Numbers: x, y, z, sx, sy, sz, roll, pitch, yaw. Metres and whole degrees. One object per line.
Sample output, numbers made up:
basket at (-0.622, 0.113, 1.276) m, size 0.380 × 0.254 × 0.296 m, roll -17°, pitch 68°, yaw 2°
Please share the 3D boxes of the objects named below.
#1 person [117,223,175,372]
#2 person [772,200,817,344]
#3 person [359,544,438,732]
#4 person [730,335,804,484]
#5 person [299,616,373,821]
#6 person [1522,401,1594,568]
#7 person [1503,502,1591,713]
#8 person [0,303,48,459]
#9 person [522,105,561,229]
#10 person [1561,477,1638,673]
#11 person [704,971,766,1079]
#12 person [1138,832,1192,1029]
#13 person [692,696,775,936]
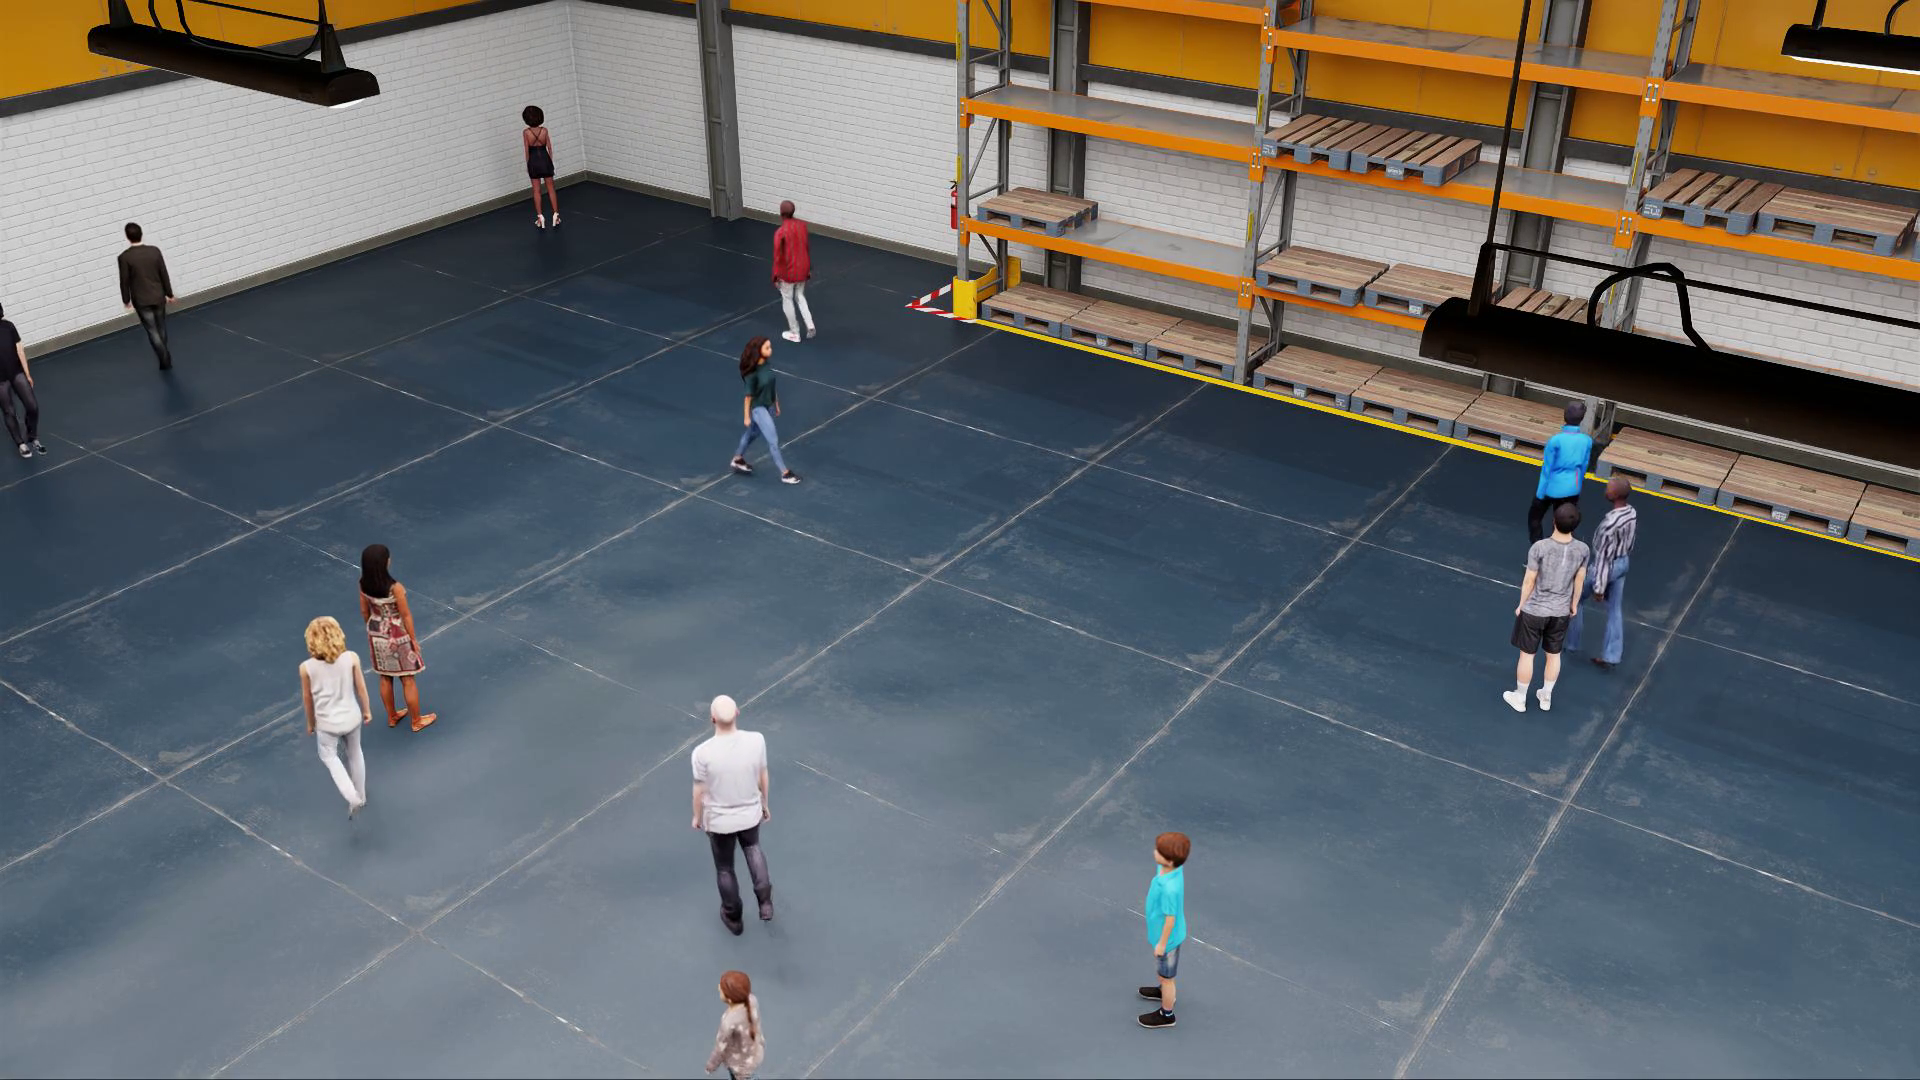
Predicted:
person at (-9.574, -2.842, 19.653) m, size 0.839 × 1.772 × 1.113 m, roll -24°, pitch 37°, yaw -37°
person at (-1.995, -3.273, 20.403) m, size 0.809 × 1.810 × 0.895 m, roll -21°, pitch 35°, yaw -34°
person at (-4.508, 0.766, 13.171) m, size 0.565 × 1.645 × 0.764 m, roll 10°, pitch 30°, yaw 18°
person at (-2.127, -1.349, 17.128) m, size 1.165 × 1.569 × 0.773 m, roll 11°, pitch 30°, yaw 19°
person at (-4.533, 1.326, 12.130) m, size 0.794 × 1.658 × 0.926 m, roll -16°, pitch 33°, yaw -27°
person at (5.498, -0.397, 15.159) m, size 0.738 × 1.783 × 0.805 m, roll -4°, pitch 29°, yaw -6°
person at (4.715, 0.548, 13.337) m, size 0.702 × 1.869 × 0.795 m, roll -1°, pitch 29°, yaw -2°
person at (-10.124, -1.754, 17.608) m, size 0.688 × 1.819 × 0.698 m, roll 25°, pitch 37°, yaw 37°
person at (-6.192, -5.505, 24.516) m, size 0.656 × 1.789 × 0.689 m, roll -11°, pitch 31°, yaw -20°
person at (5.471, 0.332, 13.838) m, size 0.782 × 1.768 × 0.909 m, roll -23°, pitch 36°, yaw -36°
person at (-1.204, 2.992, 9.582) m, size 0.755 × 1.174 × 0.576 m, roll 10°, pitch 30°, yaw 18°
person at (1.298, 2.406, 10.369) m, size 0.609 × 1.448 × 0.594 m, roll 5°, pitch 29°, yaw 8°
person at (-1.470, 1.875, 10.954) m, size 0.816 × 1.821 × 0.861 m, roll -15°, pitch 32°, yaw -26°
